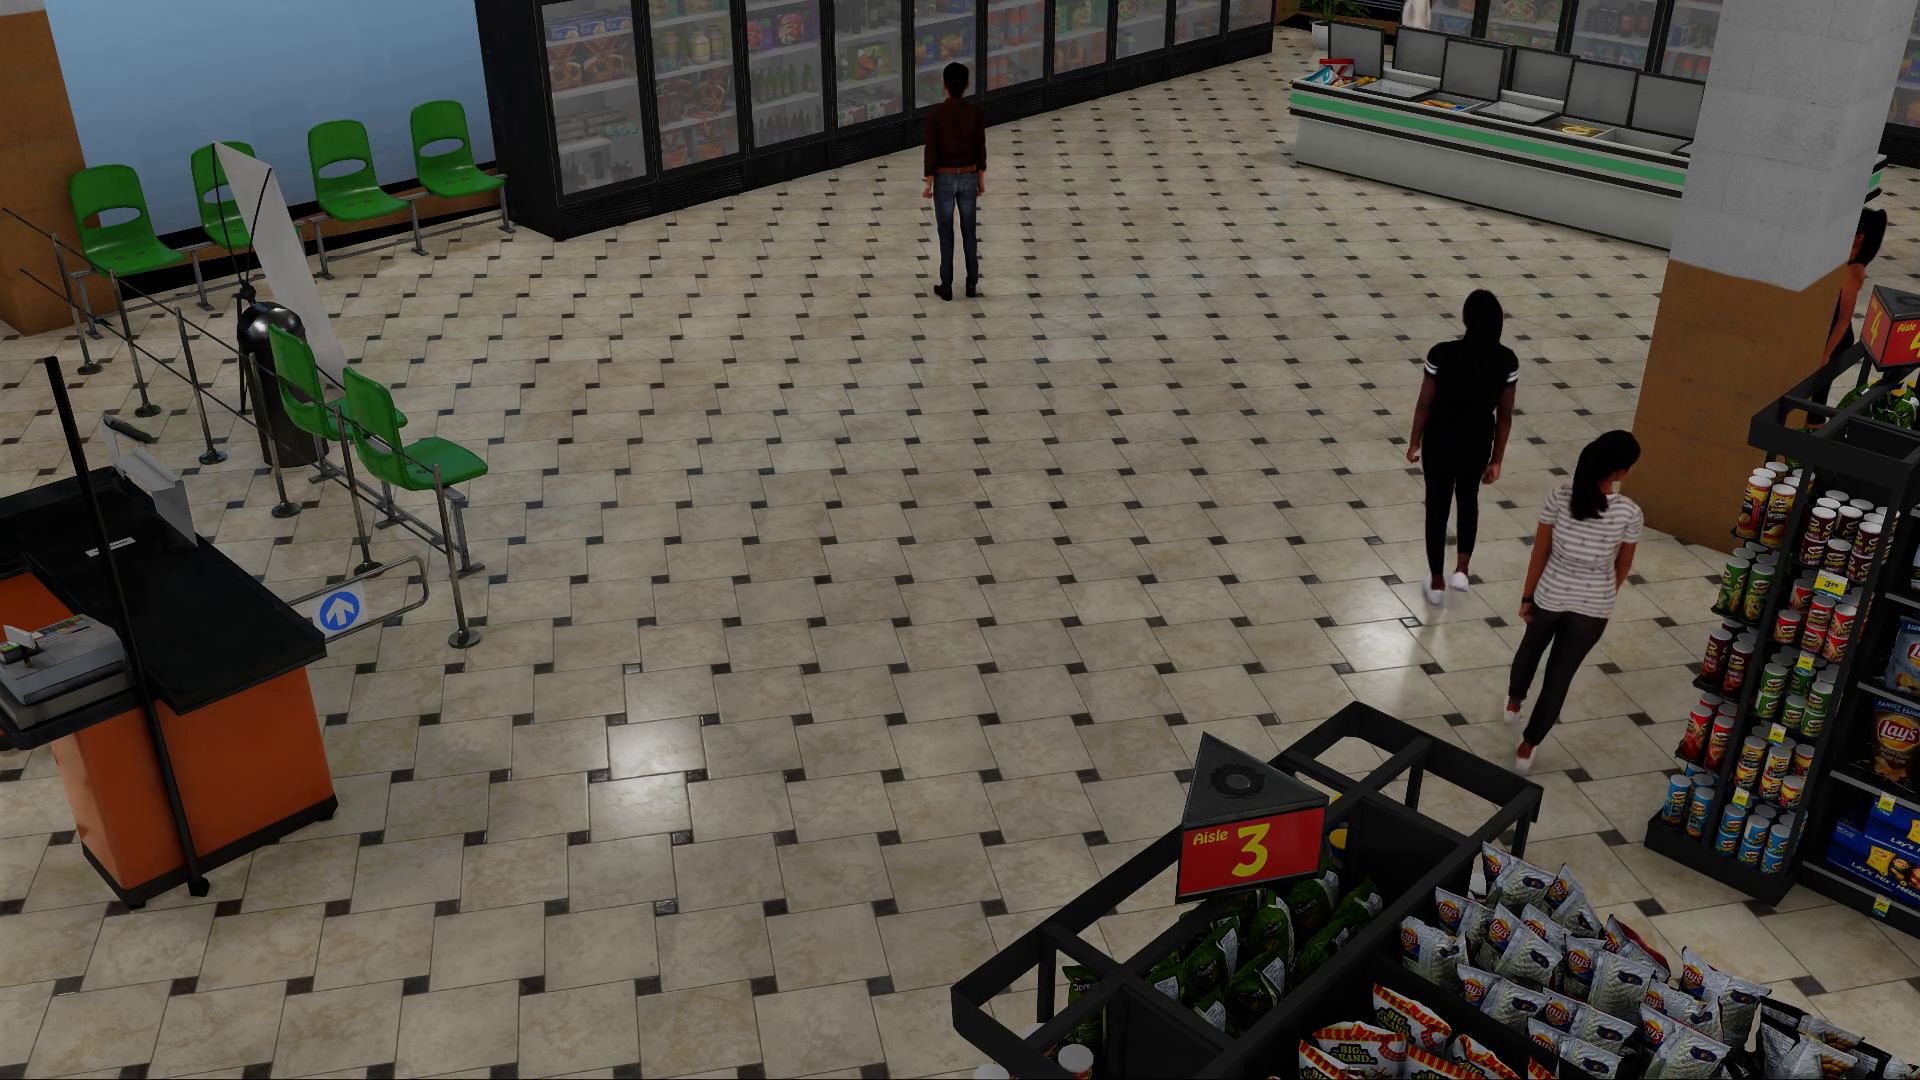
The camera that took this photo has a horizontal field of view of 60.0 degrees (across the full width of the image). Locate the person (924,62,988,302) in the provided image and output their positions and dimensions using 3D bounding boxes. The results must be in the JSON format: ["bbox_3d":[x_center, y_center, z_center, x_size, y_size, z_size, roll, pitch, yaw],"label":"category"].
[{"bbox_3d":[-0.026,-2.686,12.502,0.719,1.782,0.700,-8,30,-15],"label":"person"}]

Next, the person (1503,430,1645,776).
[{"bbox_3d":[2.627,0.320,7.168,0.803,1.618,0.780,15,32,25],"label":"person"}]

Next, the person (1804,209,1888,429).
[{"bbox_3d":[5.141,-1.174,9.860,0.669,1.660,0.654,7,29,12],"label":"person"}]

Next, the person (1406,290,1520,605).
[{"bbox_3d":[2.525,-0.418,8.414,0.784,1.719,0.844,3,29,6],"label":"person"}]
